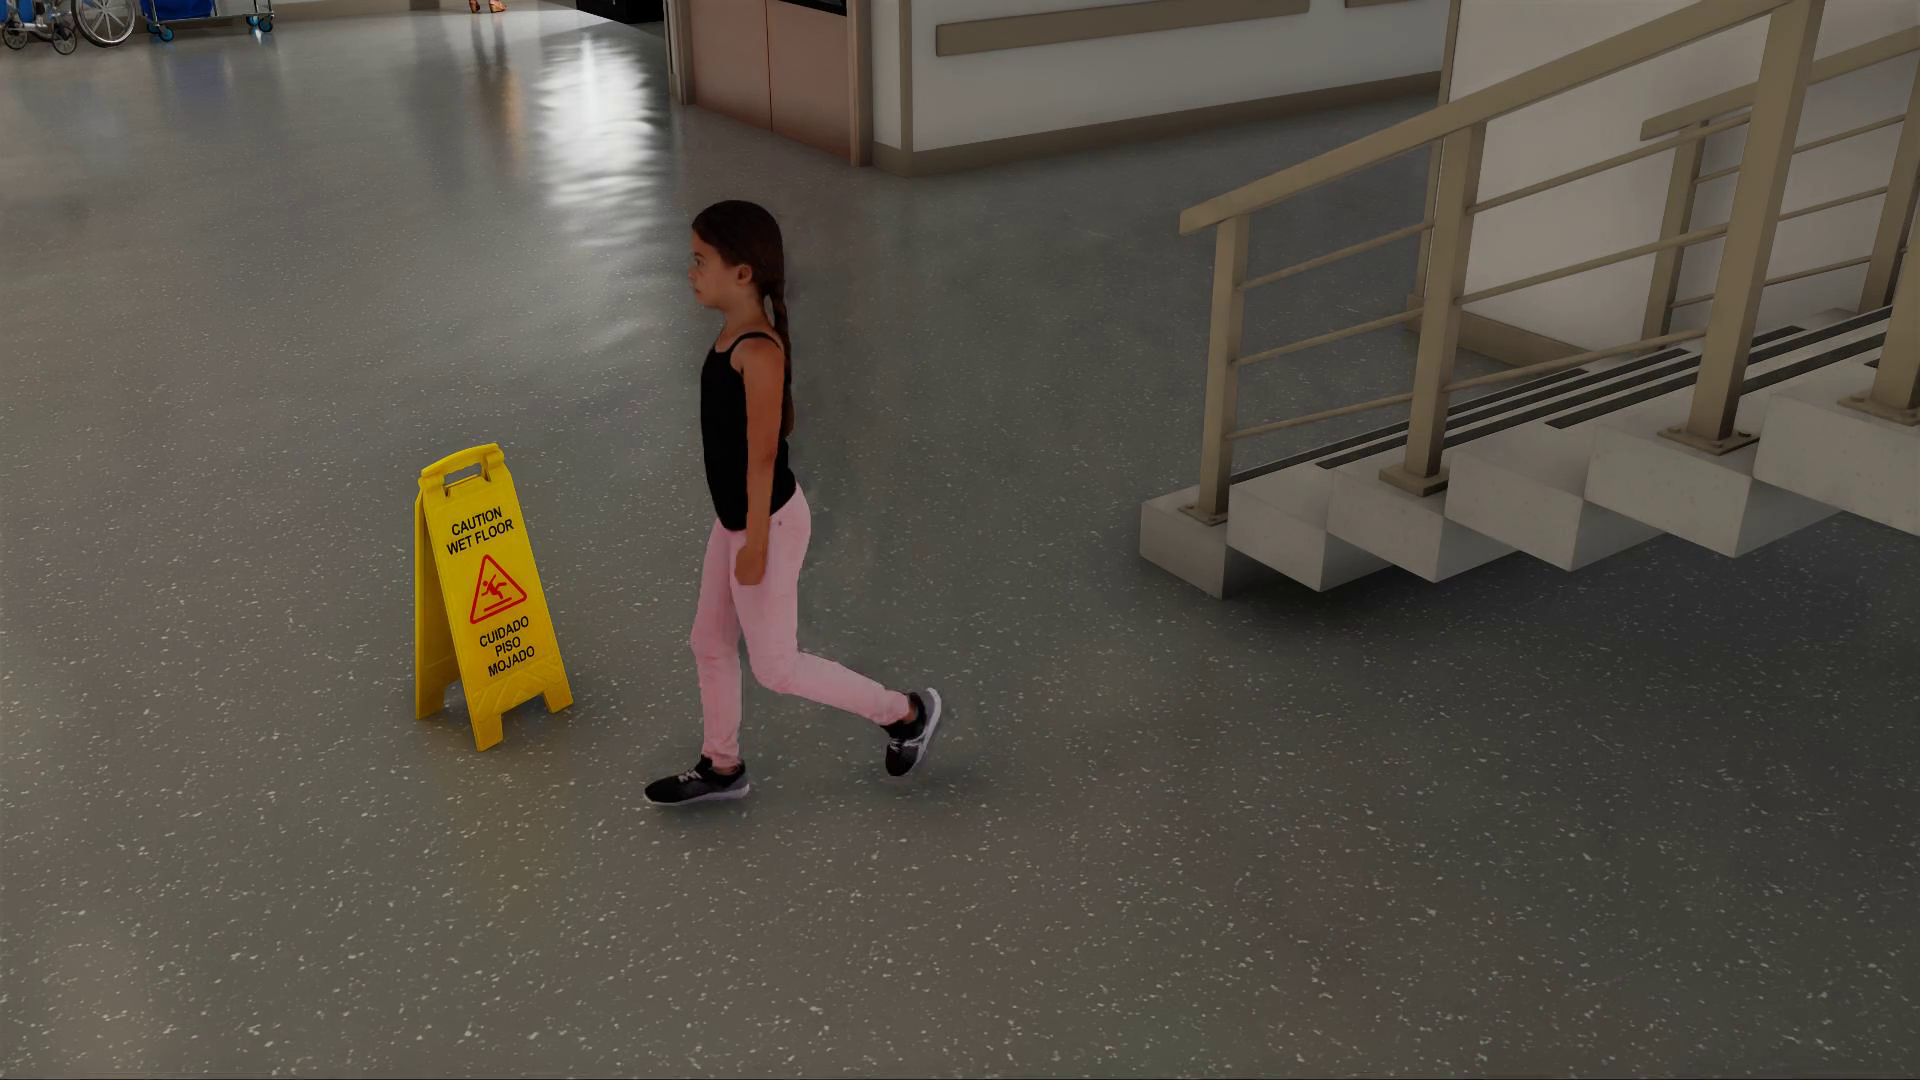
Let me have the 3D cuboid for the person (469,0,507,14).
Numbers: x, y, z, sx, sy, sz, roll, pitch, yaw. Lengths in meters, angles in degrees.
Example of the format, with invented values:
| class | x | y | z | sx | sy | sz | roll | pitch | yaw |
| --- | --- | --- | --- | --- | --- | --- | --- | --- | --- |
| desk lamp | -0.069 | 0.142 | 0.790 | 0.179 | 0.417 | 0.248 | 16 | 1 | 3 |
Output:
| class | x | y | z | sx | sy | sz | roll | pitch | yaw |
| --- | --- | --- | --- | --- | --- | --- | --- | --- | --- |
| person | -4.763 | -6.034 | 16.288 | 0.885 | 1.655 | 0.944 | 4 | 26 | 7 |

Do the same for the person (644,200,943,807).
| class | x | y | z | sx | sy | sz | roll | pitch | yaw |
| --- | --- | --- | --- | --- | --- | --- | --- | --- | --- |
| person | -0.411 | -0.031 | 3.974 | 0.805 | 1.537 | 0.975 | -7 | 27 | -13 |
